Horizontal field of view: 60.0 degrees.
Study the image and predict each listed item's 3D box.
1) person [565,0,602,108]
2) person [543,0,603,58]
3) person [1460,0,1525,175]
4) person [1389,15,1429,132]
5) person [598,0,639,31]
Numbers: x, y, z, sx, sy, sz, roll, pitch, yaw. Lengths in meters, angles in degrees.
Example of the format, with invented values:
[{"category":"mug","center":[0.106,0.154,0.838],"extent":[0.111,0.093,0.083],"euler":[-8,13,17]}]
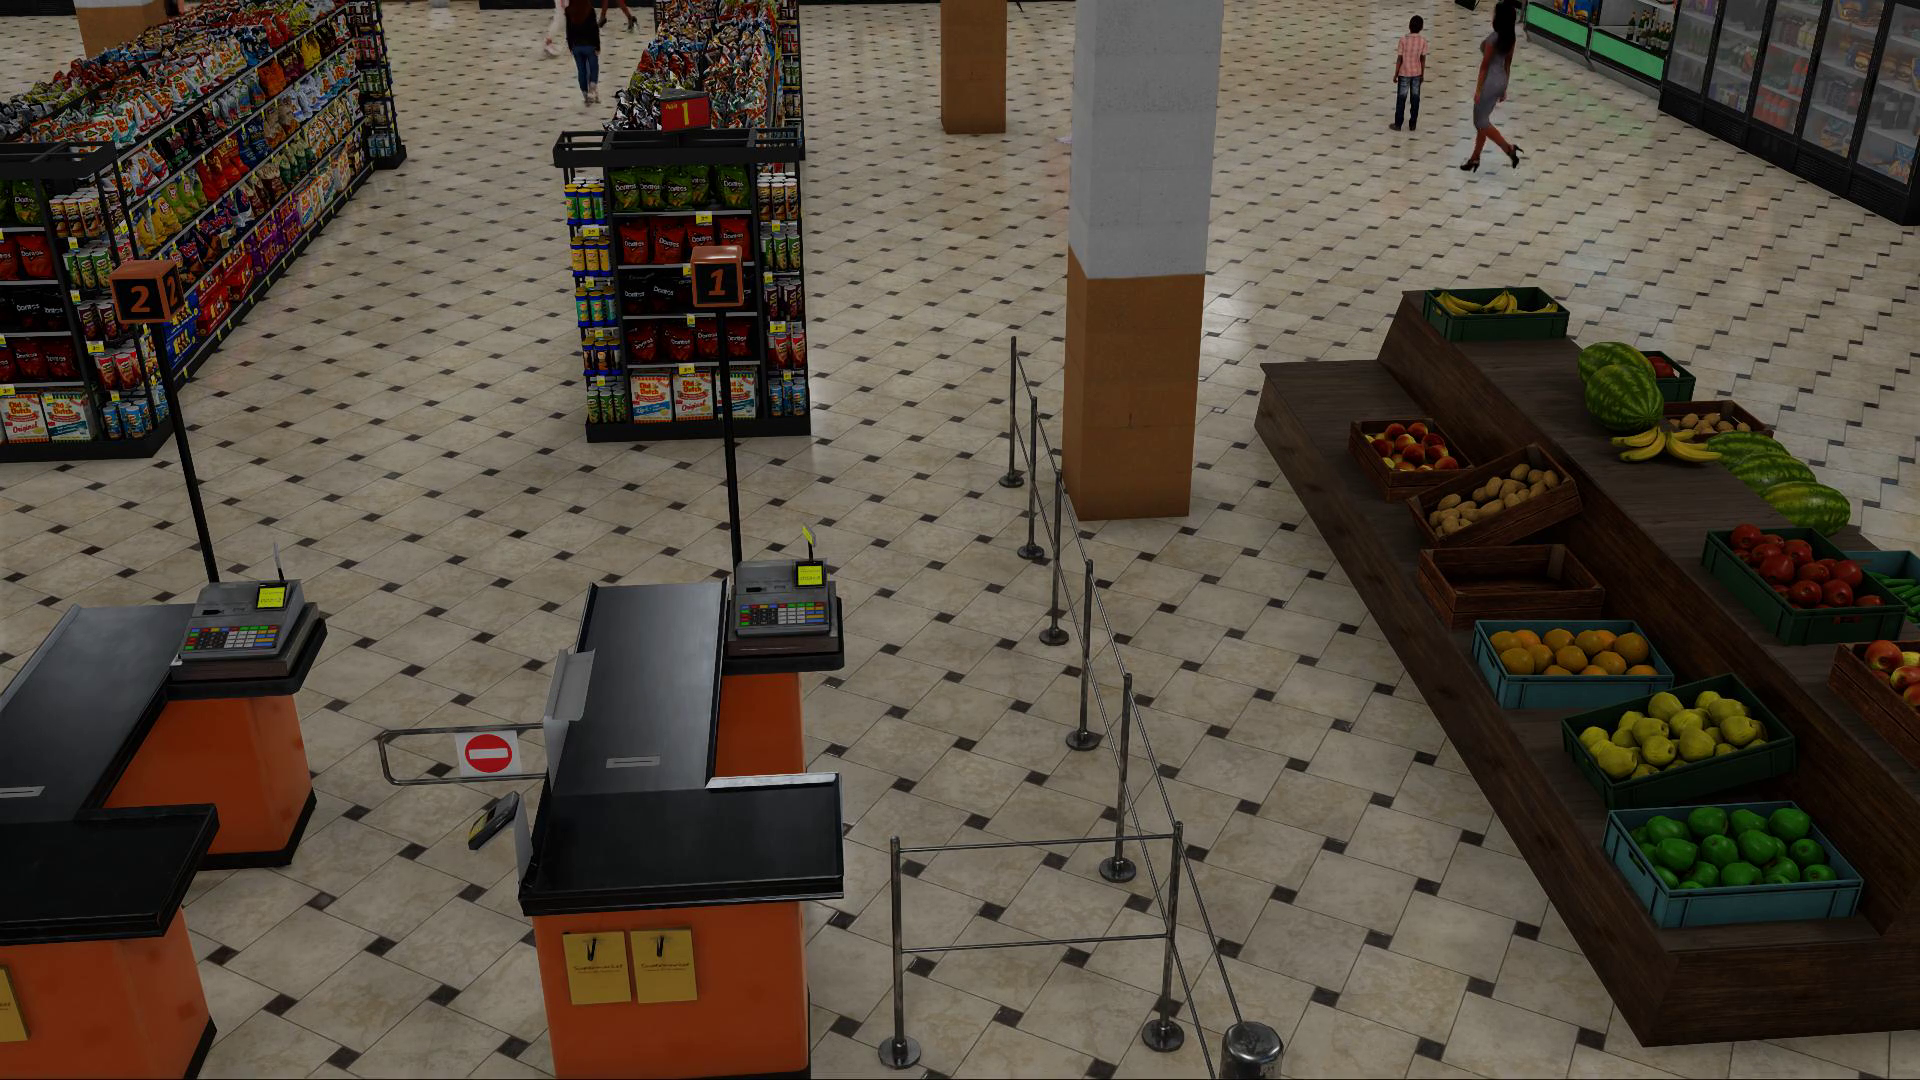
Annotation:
[{"category":"person","center":[-4.611,-6.020,20.276],"extent":[0.588,1.473,0.621],"euler":[1,27,1]},{"category":"person","center":[-5.524,-7.502,22.986],"extent":[1.052,1.667,1.153],"euler":[12,29,22]},{"category":"person","center":[5.559,-4.613,17.183],"extent":[0.916,1.762,1.054],"euler":[-20,33,-34]},{"category":"person","center":[5.207,-5.401,19.241],"extent":[0.516,1.306,0.507],"euler":[0,27,0]},{"category":"person","center":[-5.165,-8.447,24.809],"extent":[1.019,1.702,1.088],"euler":[13,30,25]}]
